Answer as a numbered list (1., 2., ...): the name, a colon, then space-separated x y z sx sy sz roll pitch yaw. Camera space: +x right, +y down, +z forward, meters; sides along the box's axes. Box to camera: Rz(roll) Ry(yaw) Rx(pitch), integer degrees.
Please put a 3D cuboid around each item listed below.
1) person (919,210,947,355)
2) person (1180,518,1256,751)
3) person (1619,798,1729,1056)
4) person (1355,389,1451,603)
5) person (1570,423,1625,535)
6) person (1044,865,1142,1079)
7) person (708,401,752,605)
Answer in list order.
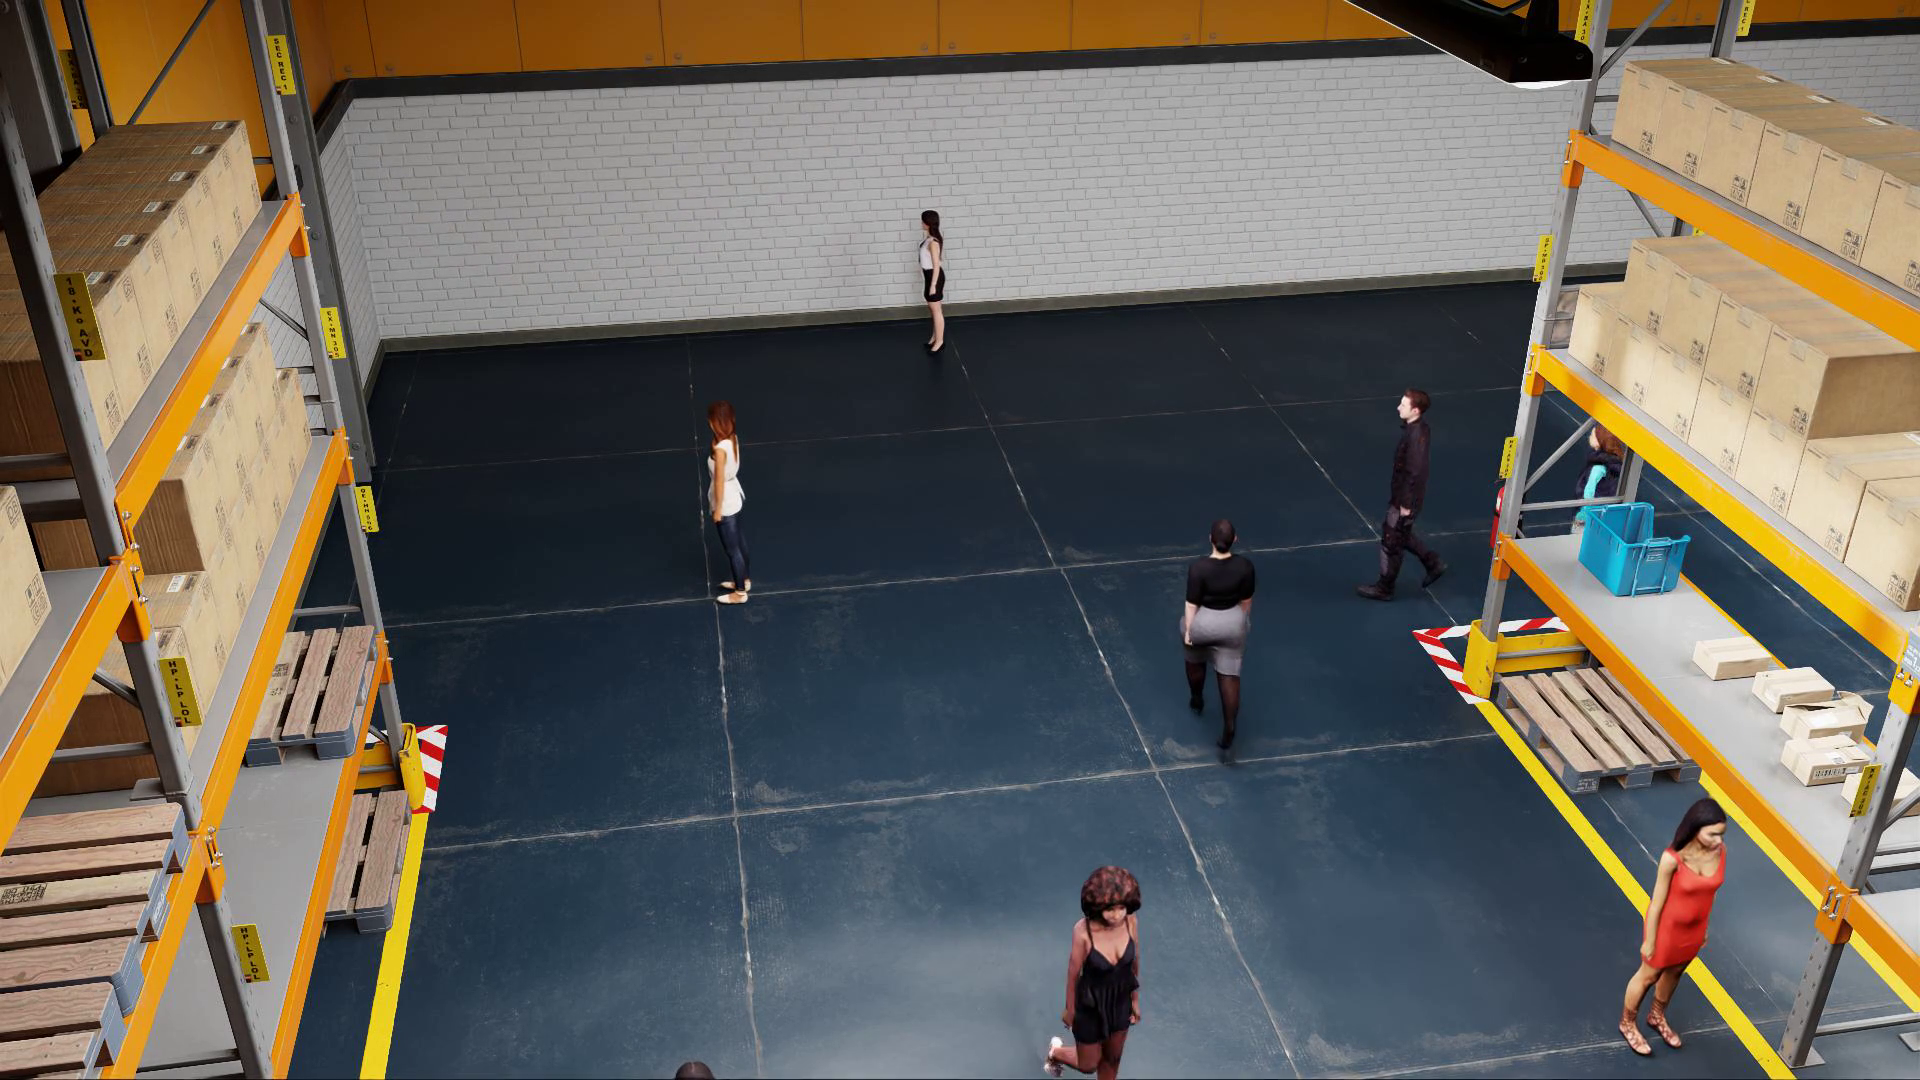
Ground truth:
1. person: -0.291 -2.877 18.519 0.623 1.649 0.468 -3 29 -5
2. person: 1.850 0.699 11.882 0.741 1.726 1.135 -2 29 -3
3. person: 3.983 2.132 9.266 0.607 1.716 0.573 -11 30 -19
4. person: 3.718 -0.344 13.613 1.006 1.901 1.036 8 30 14
5. person: 5.321 -0.268 13.904 0.868 1.488 0.860 12 31 20
6. person: 0.705 2.386 8.739 0.695 1.775 0.878 -12 31 -21
7. person: -1.889 -0.311 13.674 0.692 1.784 0.536 1 29 3
